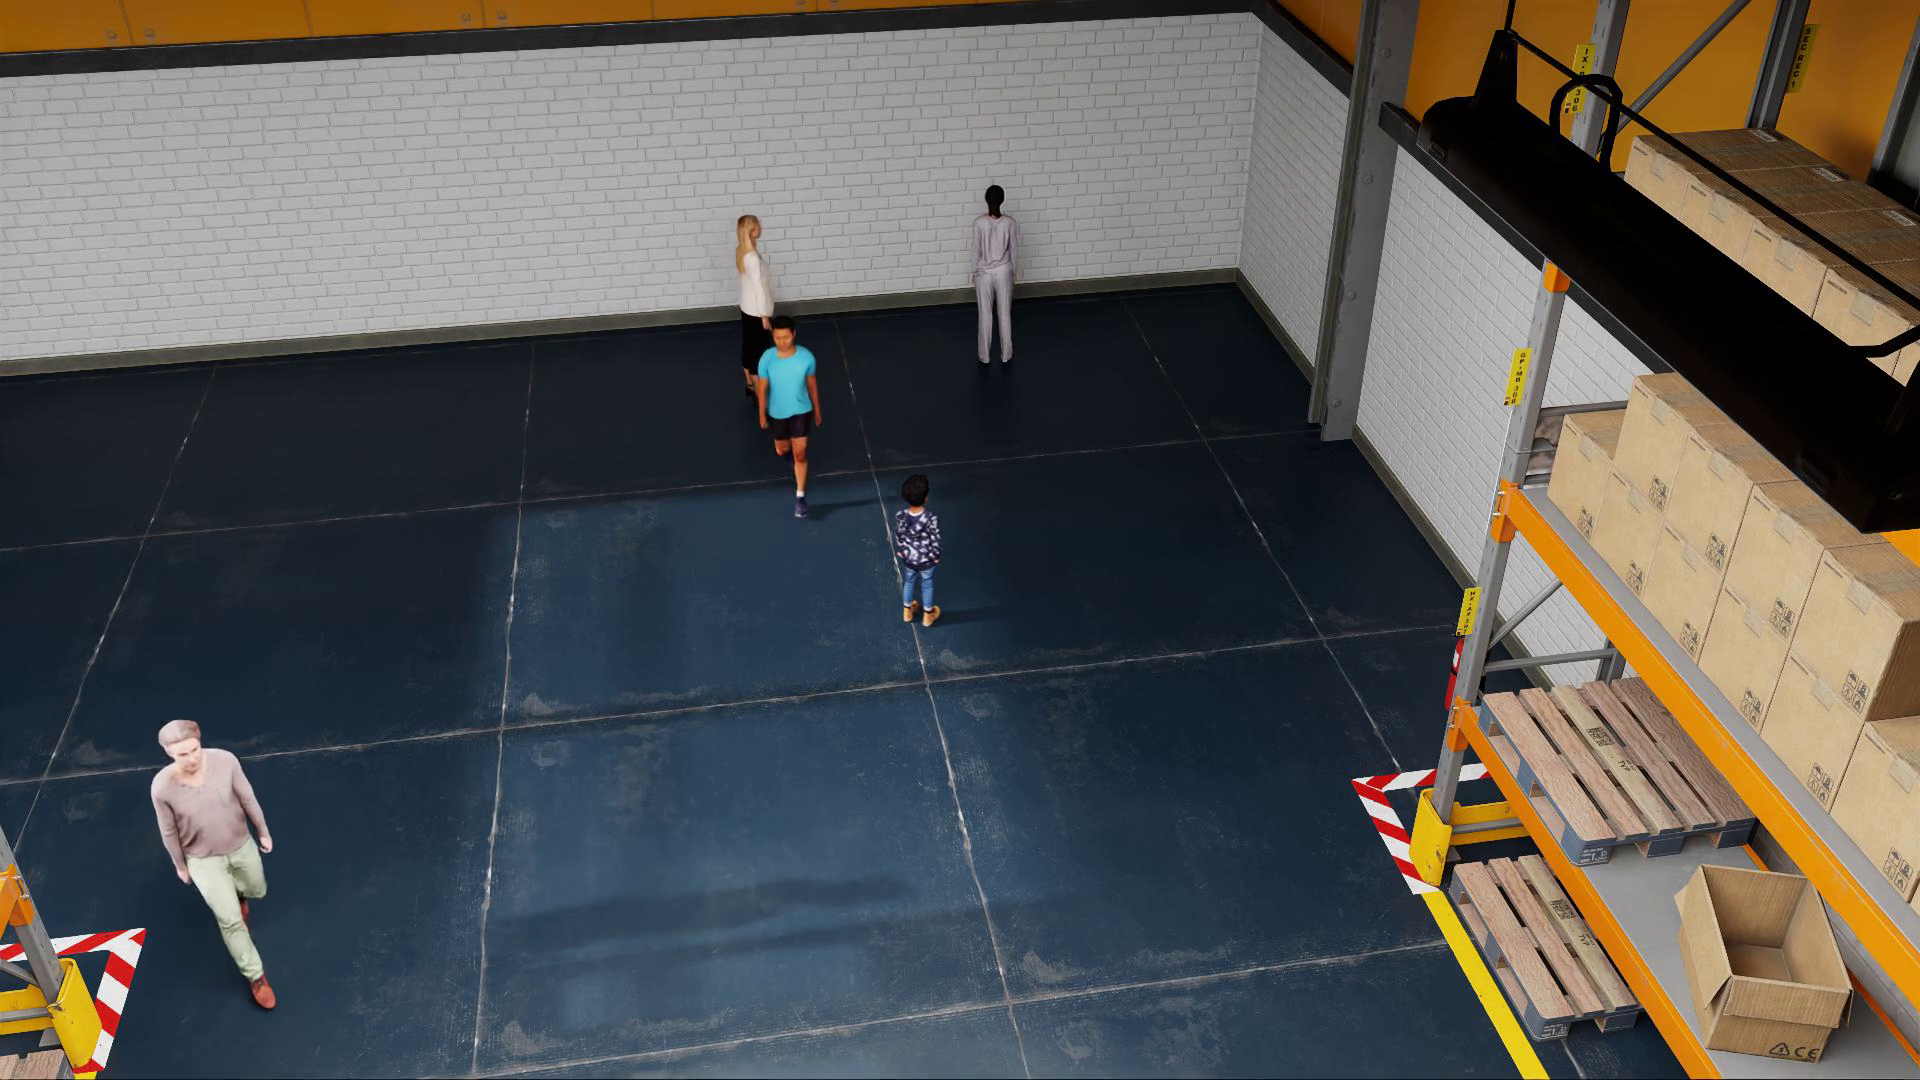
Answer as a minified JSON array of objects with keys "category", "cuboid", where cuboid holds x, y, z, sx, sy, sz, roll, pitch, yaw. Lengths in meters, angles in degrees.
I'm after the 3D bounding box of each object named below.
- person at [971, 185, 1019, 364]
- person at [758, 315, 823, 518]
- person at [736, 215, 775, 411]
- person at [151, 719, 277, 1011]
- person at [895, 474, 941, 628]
[{"category":"person","cuboid":[0.326,-2.507,15.724,0.620,1.773,0.575,0,34,0]},{"category":"person","cuboid":[-1.390,-1.082,13.606,0.712,1.744,1.026,-5,34,-8]},{"category":"person","cuboid":[-1.838,-2.047,14.956,0.723,1.857,0.547,-14,36,-21]},{"category":"person","cuboid":[-4.173,1.701,9.328,1.050,1.846,1.247,-25,41,-33]},{"category":"person","cuboid":[-0.312,0.074,12.315,0.574,1.250,0.608,11,35,16]}]
